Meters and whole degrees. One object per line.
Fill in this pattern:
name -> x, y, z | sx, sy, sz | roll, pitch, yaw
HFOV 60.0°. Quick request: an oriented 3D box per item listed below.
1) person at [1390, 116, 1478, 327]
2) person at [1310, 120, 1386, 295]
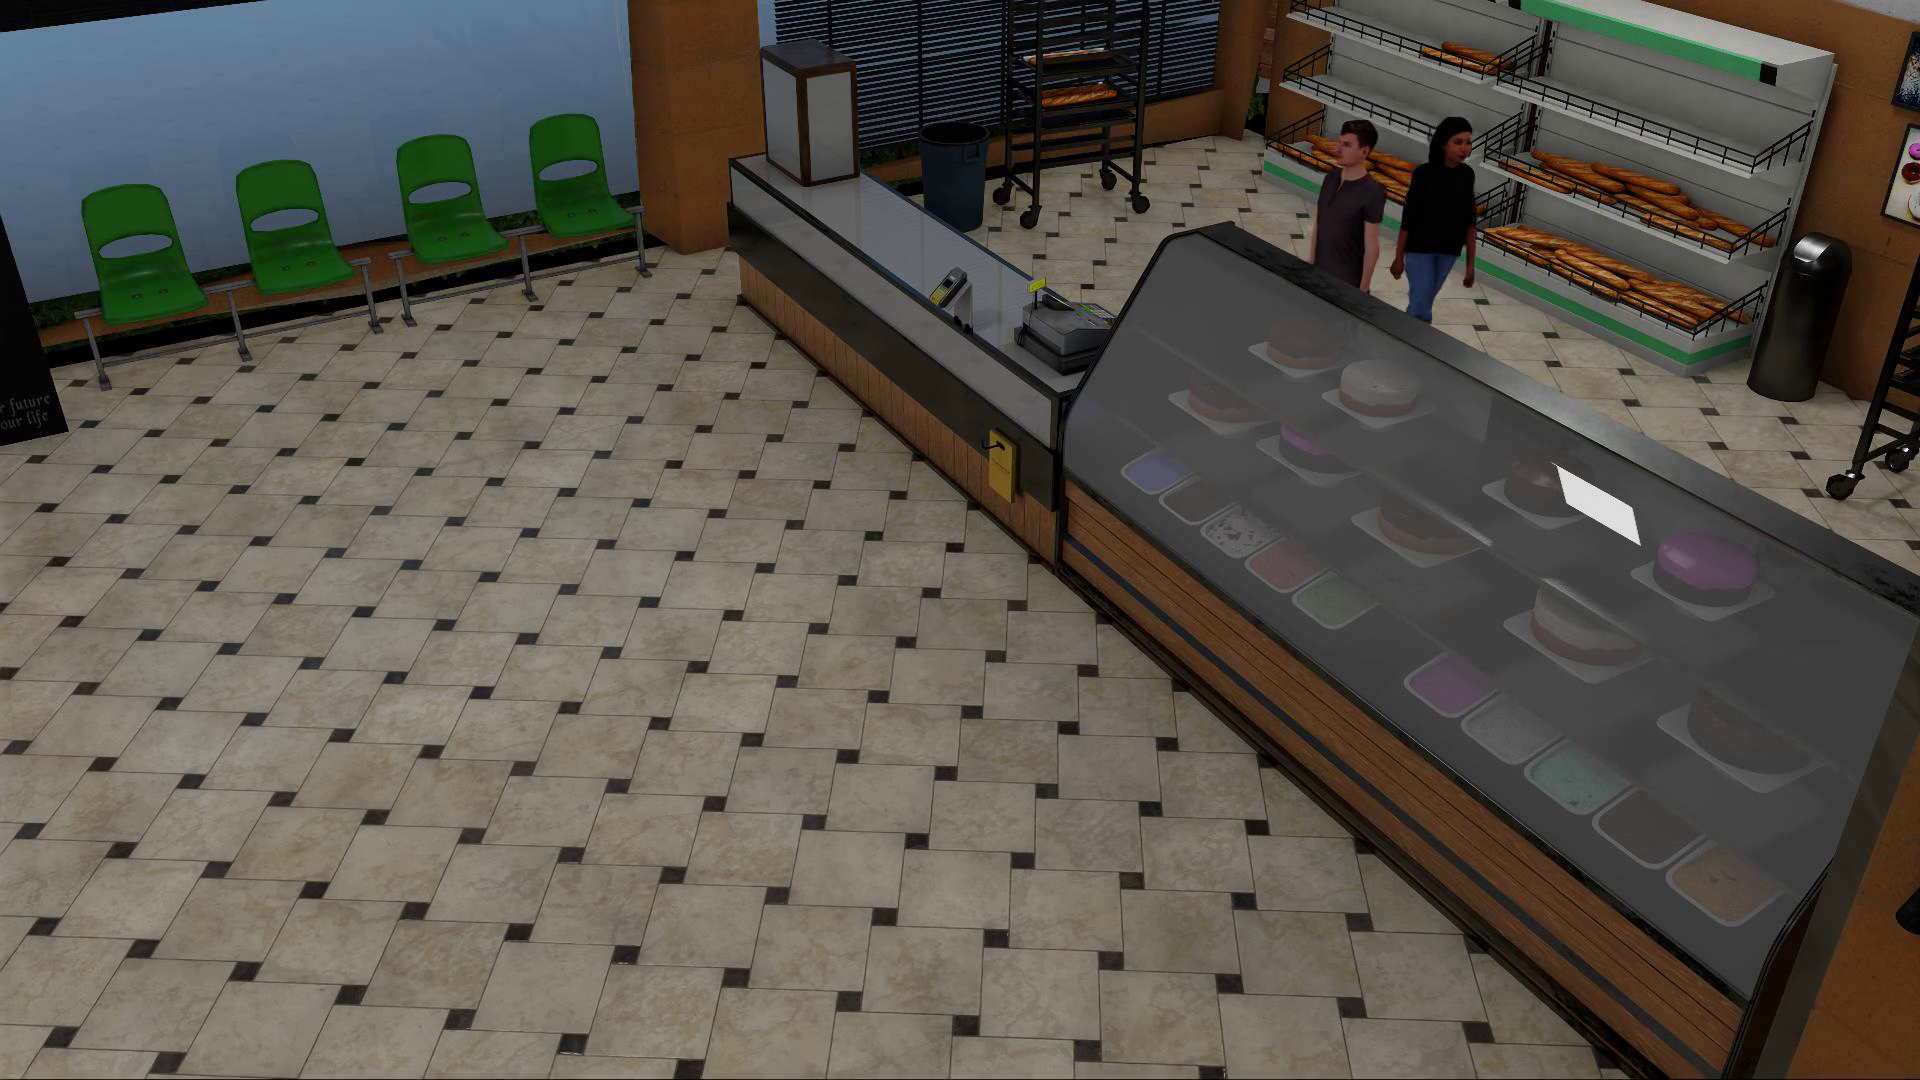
person -> 2.763, -1.700, 9.899 | 1.016, 1.668, 0.842 | -7, 33, -12
person -> 2.137, -1.451, 9.324 | 0.538, 1.852, 0.640 | -16, 35, -24
